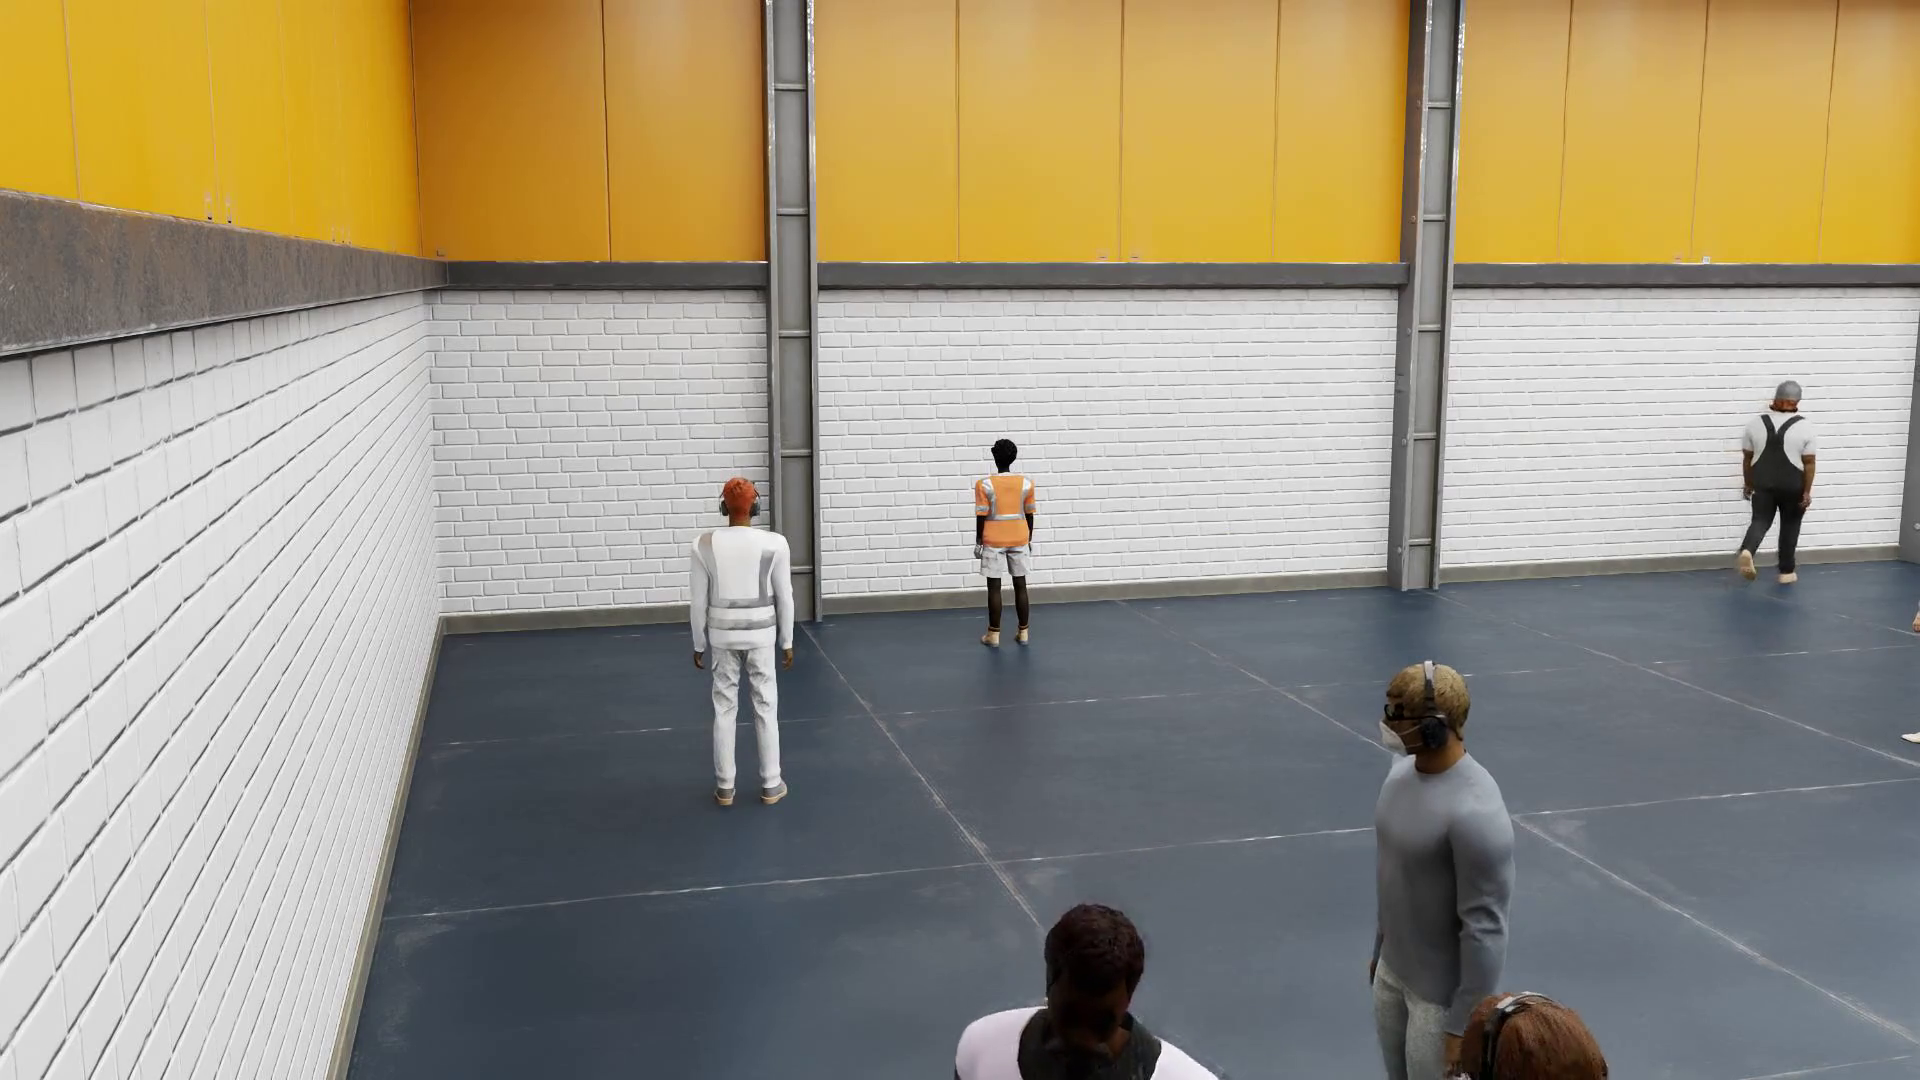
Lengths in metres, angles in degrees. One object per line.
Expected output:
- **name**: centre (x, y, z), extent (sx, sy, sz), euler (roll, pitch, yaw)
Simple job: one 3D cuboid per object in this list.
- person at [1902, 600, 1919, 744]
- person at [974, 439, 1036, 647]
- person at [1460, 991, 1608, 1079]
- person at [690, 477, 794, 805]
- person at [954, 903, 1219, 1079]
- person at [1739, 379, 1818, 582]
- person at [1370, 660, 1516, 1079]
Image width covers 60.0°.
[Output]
- **person**: centre (6.332, 0.447, 10.691), extent (0.533, 1.767, 0.326), euler (-4, 10, -23)
- **person**: centre (0.361, 0.025, 13.537), extent (0.537, 1.695, 0.320), euler (-3, 10, -17)
- **person**: centre (1.022, 1.675, 2.884), extent (0.646, 1.810, 0.461), euler (3, 10, 18)
- **person**: centre (-1.238, 0.579, 9.493), extent (0.585, 1.882, 0.337), euler (0, 9, -2)
- **person**: centre (0.280, 1.574, 3.385), extent (0.617, 1.863, 0.946), euler (5, 11, 31)
- **person**: centre (7.952, -0.571, 16.187), extent (0.773, 2.000, 0.689), euler (-9, 13, -44)
- **person**: centre (1.370, 1.296, 4.865), extent (0.375, 1.936, 0.627), euler (-1, 9, -7)
